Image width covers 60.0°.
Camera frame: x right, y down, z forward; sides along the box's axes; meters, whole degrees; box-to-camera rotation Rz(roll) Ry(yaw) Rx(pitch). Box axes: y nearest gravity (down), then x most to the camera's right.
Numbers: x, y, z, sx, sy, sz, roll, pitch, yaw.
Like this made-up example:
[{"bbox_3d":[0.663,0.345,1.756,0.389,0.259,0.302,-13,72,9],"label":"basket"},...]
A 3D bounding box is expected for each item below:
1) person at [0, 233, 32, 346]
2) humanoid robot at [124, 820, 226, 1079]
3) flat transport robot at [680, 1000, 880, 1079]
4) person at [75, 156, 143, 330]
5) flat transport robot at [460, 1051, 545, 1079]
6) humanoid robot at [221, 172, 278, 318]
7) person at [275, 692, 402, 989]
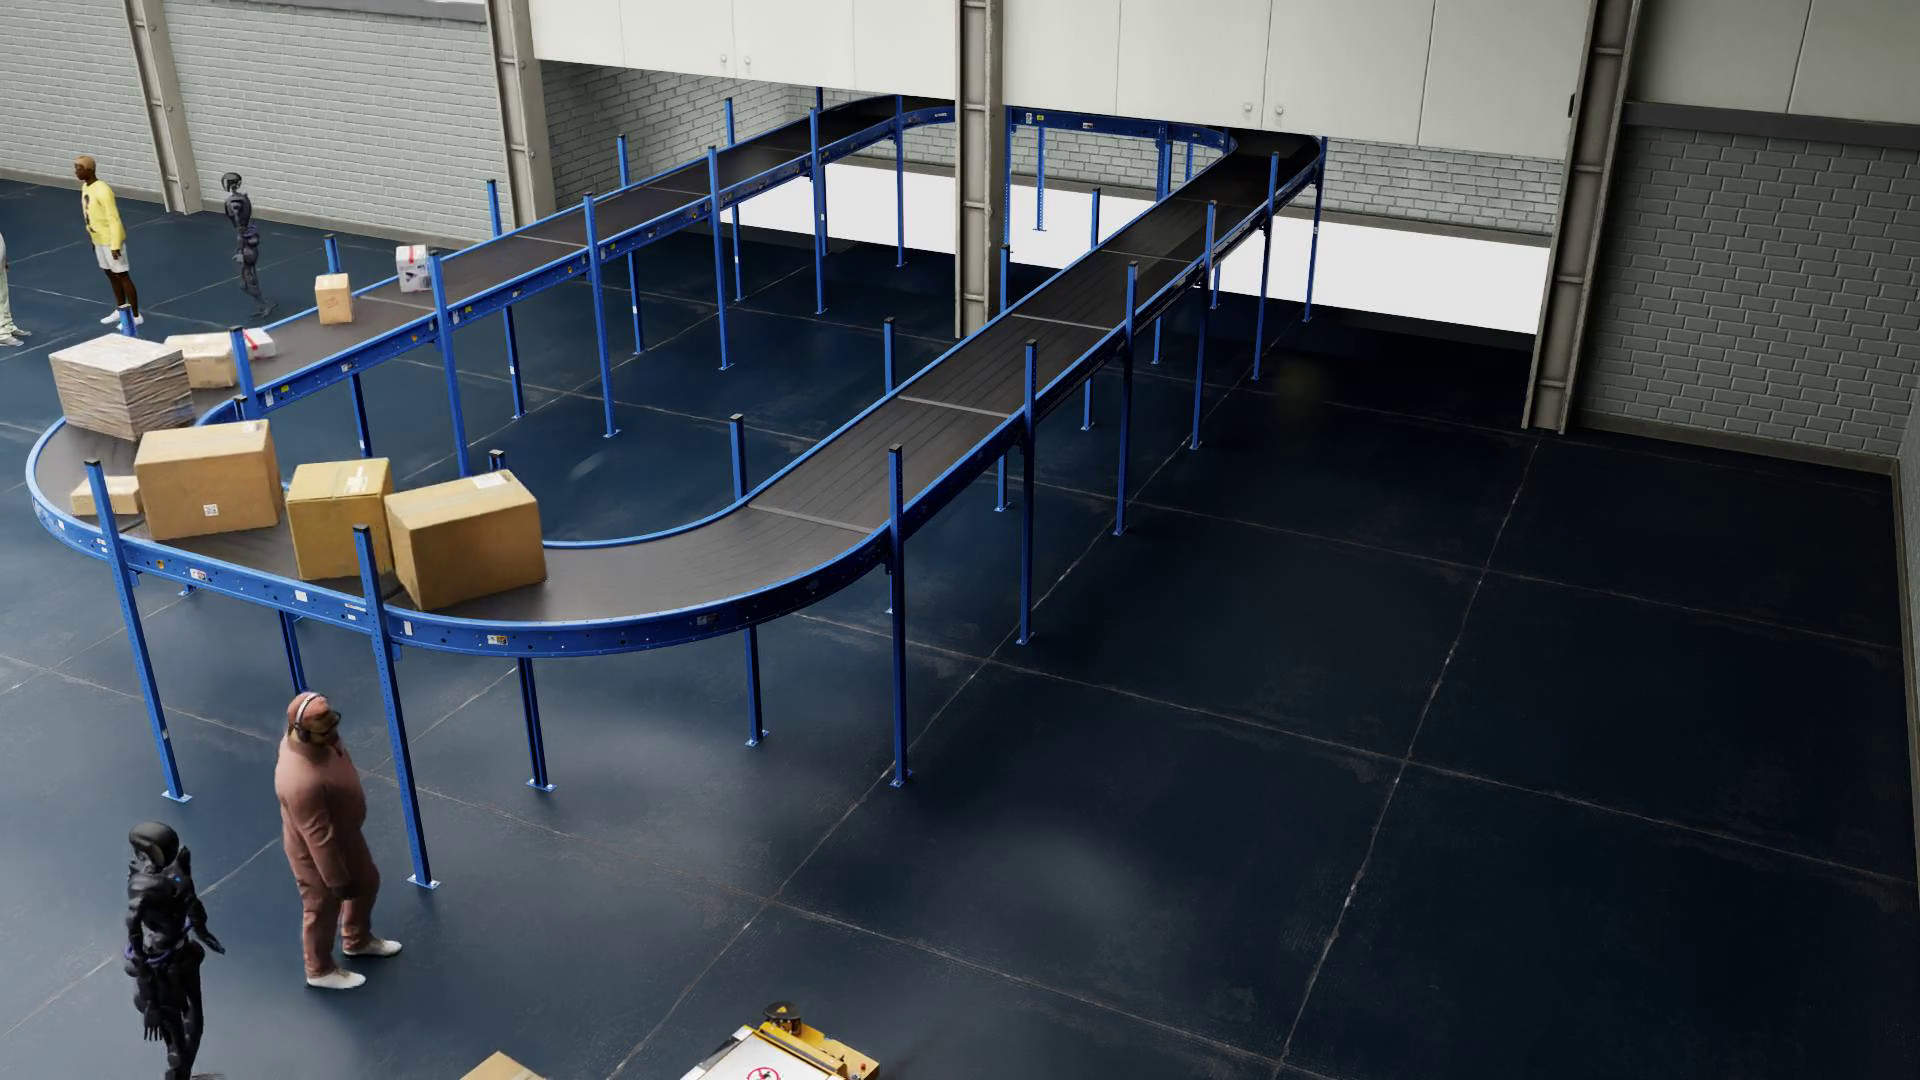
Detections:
[{"bbox_3d":[-10.320,-2.953,17.754,0.324,1.751,0.561,-6,27,-11],"label":"person"},{"bbox_3d":[-3.730,2.007,7.866,0.379,1.638,0.622,1,26,2],"label":"humanoid robot"},{"bbox_3d":[-1.076,2.771,7.893,0.659,0.231,1.431,17,31,31],"label":"flat transport robot"},{"bbox_3d":[-9.343,-3.265,18.224,0.542,1.898,0.377,21,33,36],"label":"person"},{"bbox_3d":[-1.872,3.247,6.933,1.431,0.231,0.659,-20,33,-35],"label":"flat transport robot"},{"bbox_3d":[-7.923,-3.284,18.508,0.393,1.643,0.589,-9,28,-18],"label":"humanoid robot"},{"bbox_3d":[-3.249,1.561,8.536,0.551,1.871,0.672,-3,27,-6],"label":"person"}]
